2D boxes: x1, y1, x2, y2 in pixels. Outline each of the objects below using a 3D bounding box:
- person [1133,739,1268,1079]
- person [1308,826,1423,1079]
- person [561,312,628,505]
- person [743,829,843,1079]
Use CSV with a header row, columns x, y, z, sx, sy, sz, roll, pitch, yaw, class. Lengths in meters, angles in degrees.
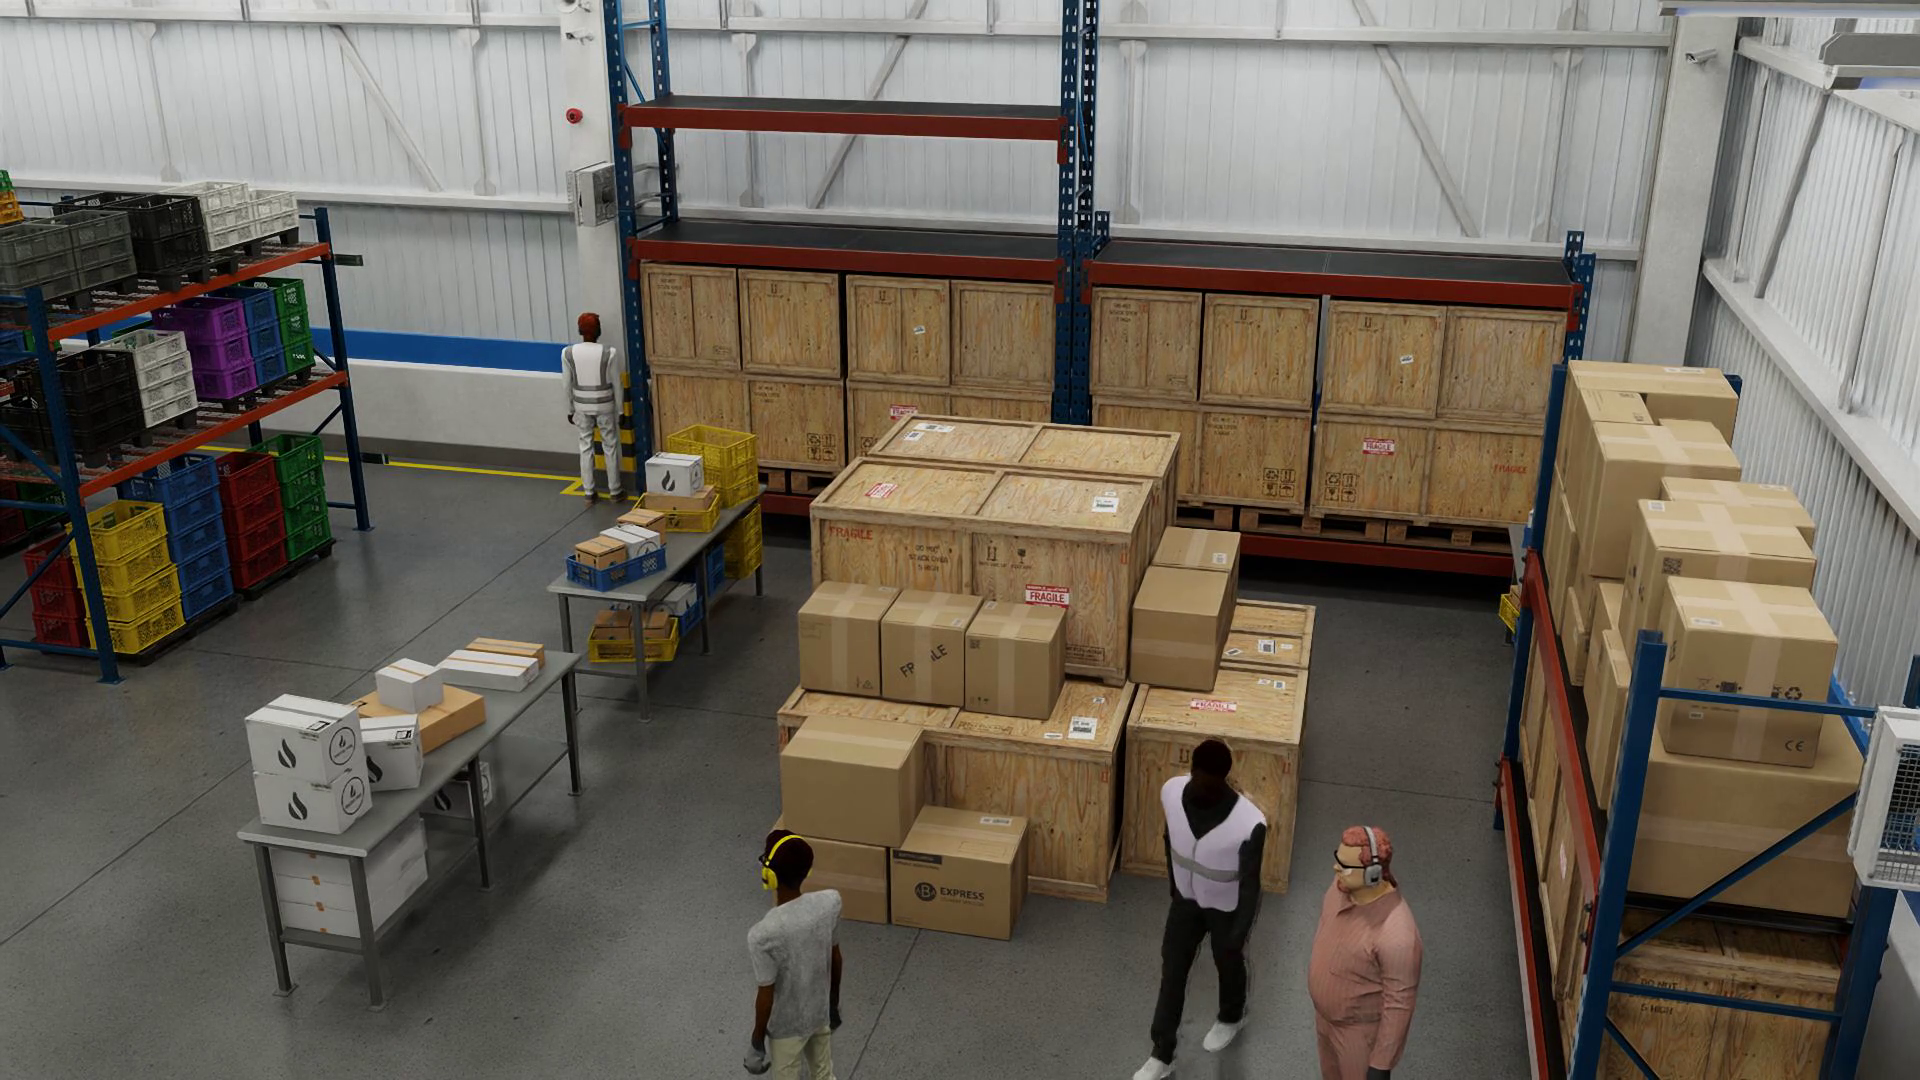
x,y,z,sx,sy,sz,roll,pitch,yaw,class
1.173,1.794,8.083,0.604,1.867,0.932,15,26,34,person
1.700,2.094,7.255,0.403,1.906,0.651,-5,21,-12,person
-3.523,-1.265,16.073,0.581,1.882,0.339,1,21,3,person
-0.728,2.104,7.279,0.328,1.873,0.520,19,28,41,person
